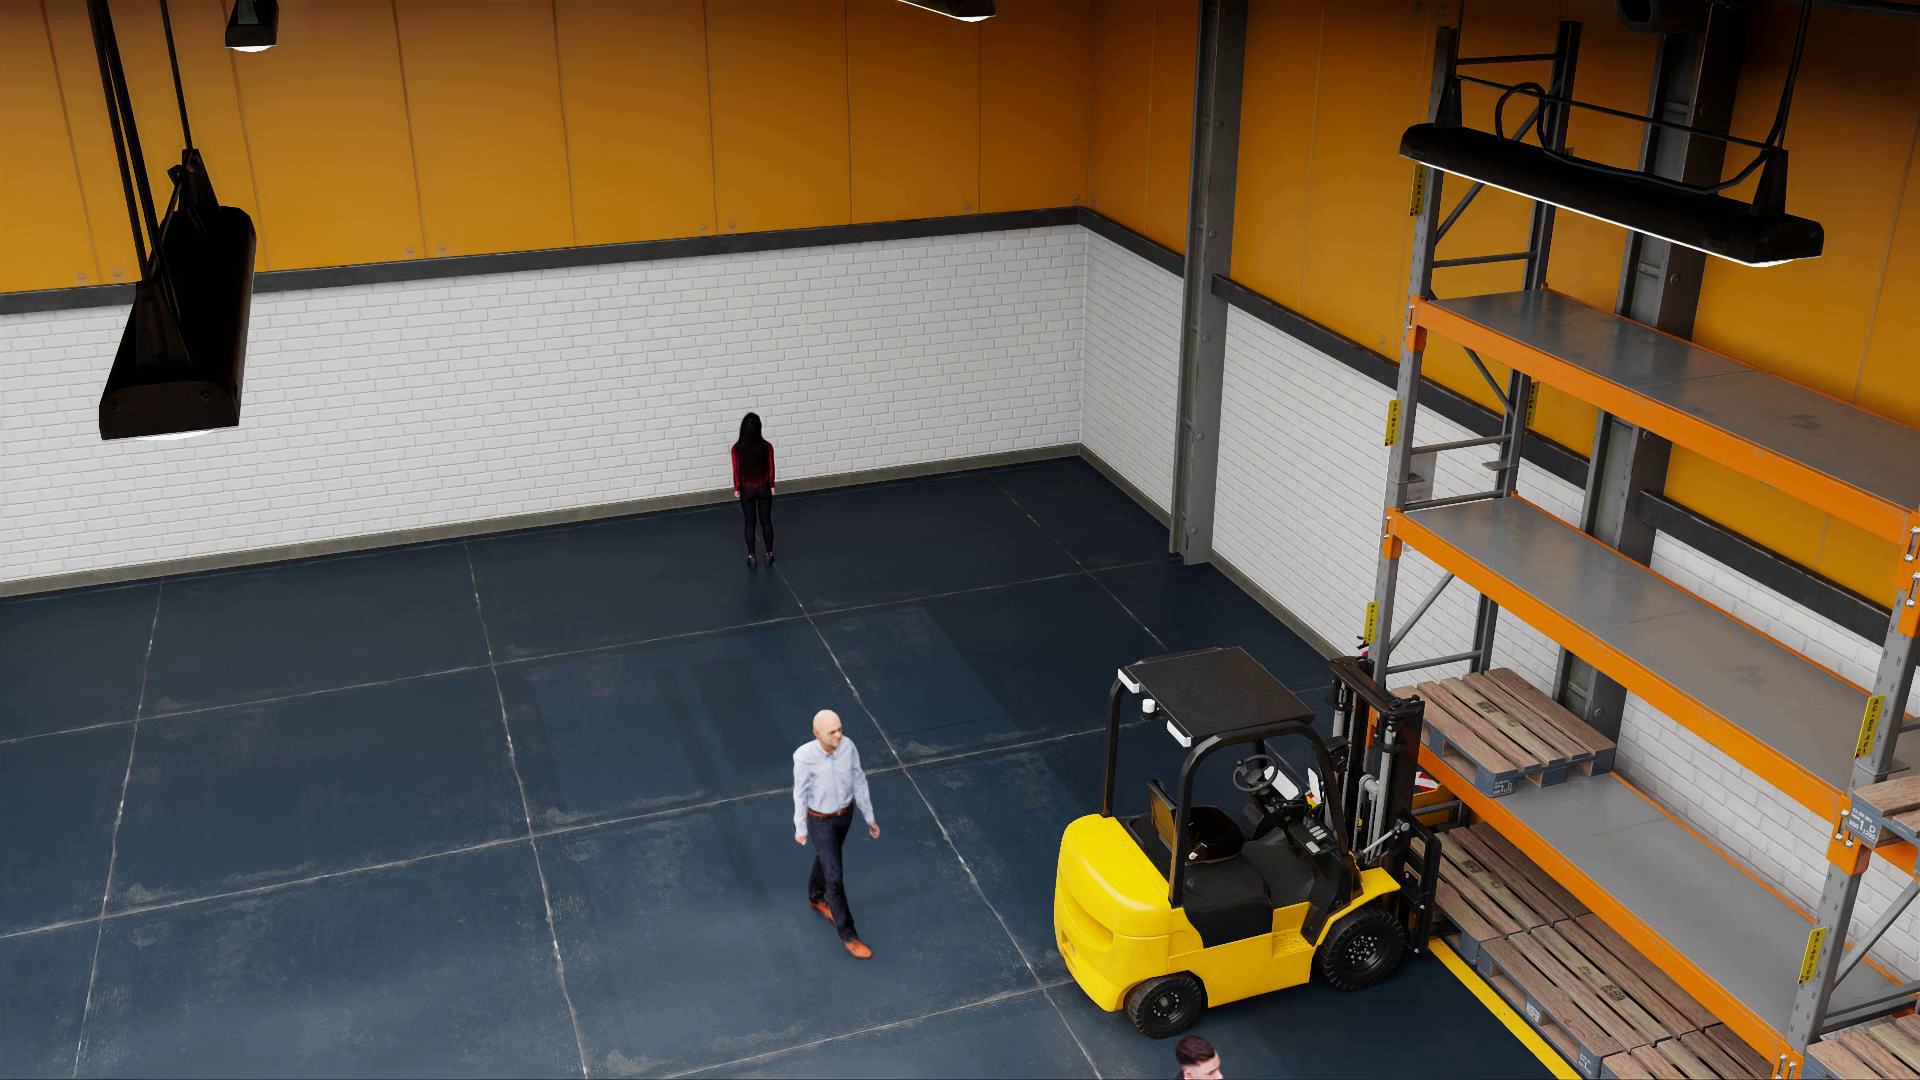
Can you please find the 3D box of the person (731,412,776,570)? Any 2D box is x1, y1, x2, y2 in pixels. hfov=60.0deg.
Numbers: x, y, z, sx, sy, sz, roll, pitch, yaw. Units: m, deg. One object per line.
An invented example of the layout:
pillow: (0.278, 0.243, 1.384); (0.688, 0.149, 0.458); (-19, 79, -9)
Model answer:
person: (-2.099, -0.509, 17.082); (0.607, 1.657, 0.539); (-6, 24, -13)

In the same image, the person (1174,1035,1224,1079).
person: (1.129, 3.215, 8.330); (0.777, 1.843, 0.729); (12, 26, 25)

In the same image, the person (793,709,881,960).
person: (-0.943, 1.916, 11.422); (0.917, 1.747, 1.191); (-20, 31, -38)
